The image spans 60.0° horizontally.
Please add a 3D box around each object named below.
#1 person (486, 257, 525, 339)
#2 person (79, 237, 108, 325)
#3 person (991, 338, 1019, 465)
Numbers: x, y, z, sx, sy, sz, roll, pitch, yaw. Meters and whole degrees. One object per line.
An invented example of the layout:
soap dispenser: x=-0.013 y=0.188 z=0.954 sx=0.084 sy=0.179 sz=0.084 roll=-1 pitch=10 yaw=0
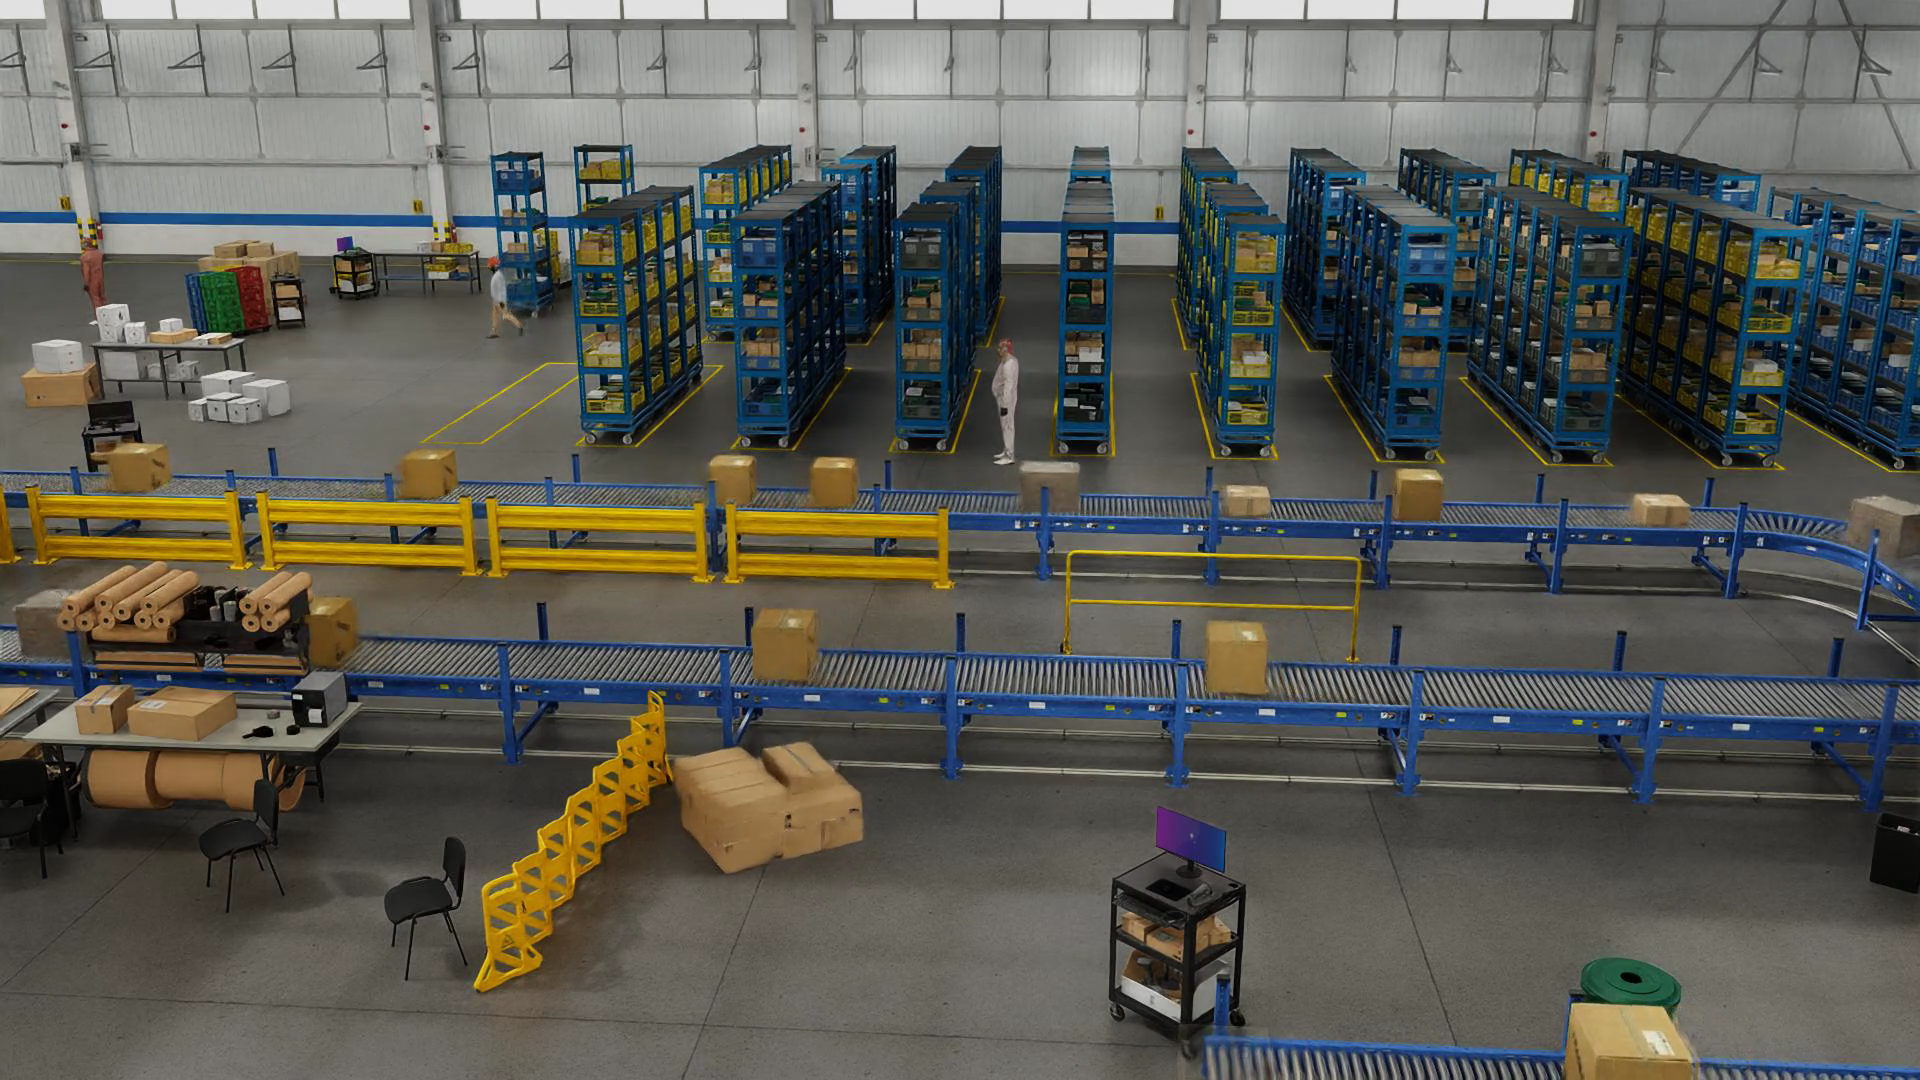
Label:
person: x=-9.590 y=-5.080 z=34.855 sx=0.734 sy=1.729 sz=0.570 roll=-10 pitch=20 yaw=-29
person: x=-19.026 y=-5.676 z=36.476 sx=0.411 sy=1.899 sz=0.673 roll=2 pitch=18 yaw=5
person: x=0.677 y=-2.095 z=25.086 sx=0.409 sy=1.907 sz=0.651 roll=1 pitch=18 yaw=4
